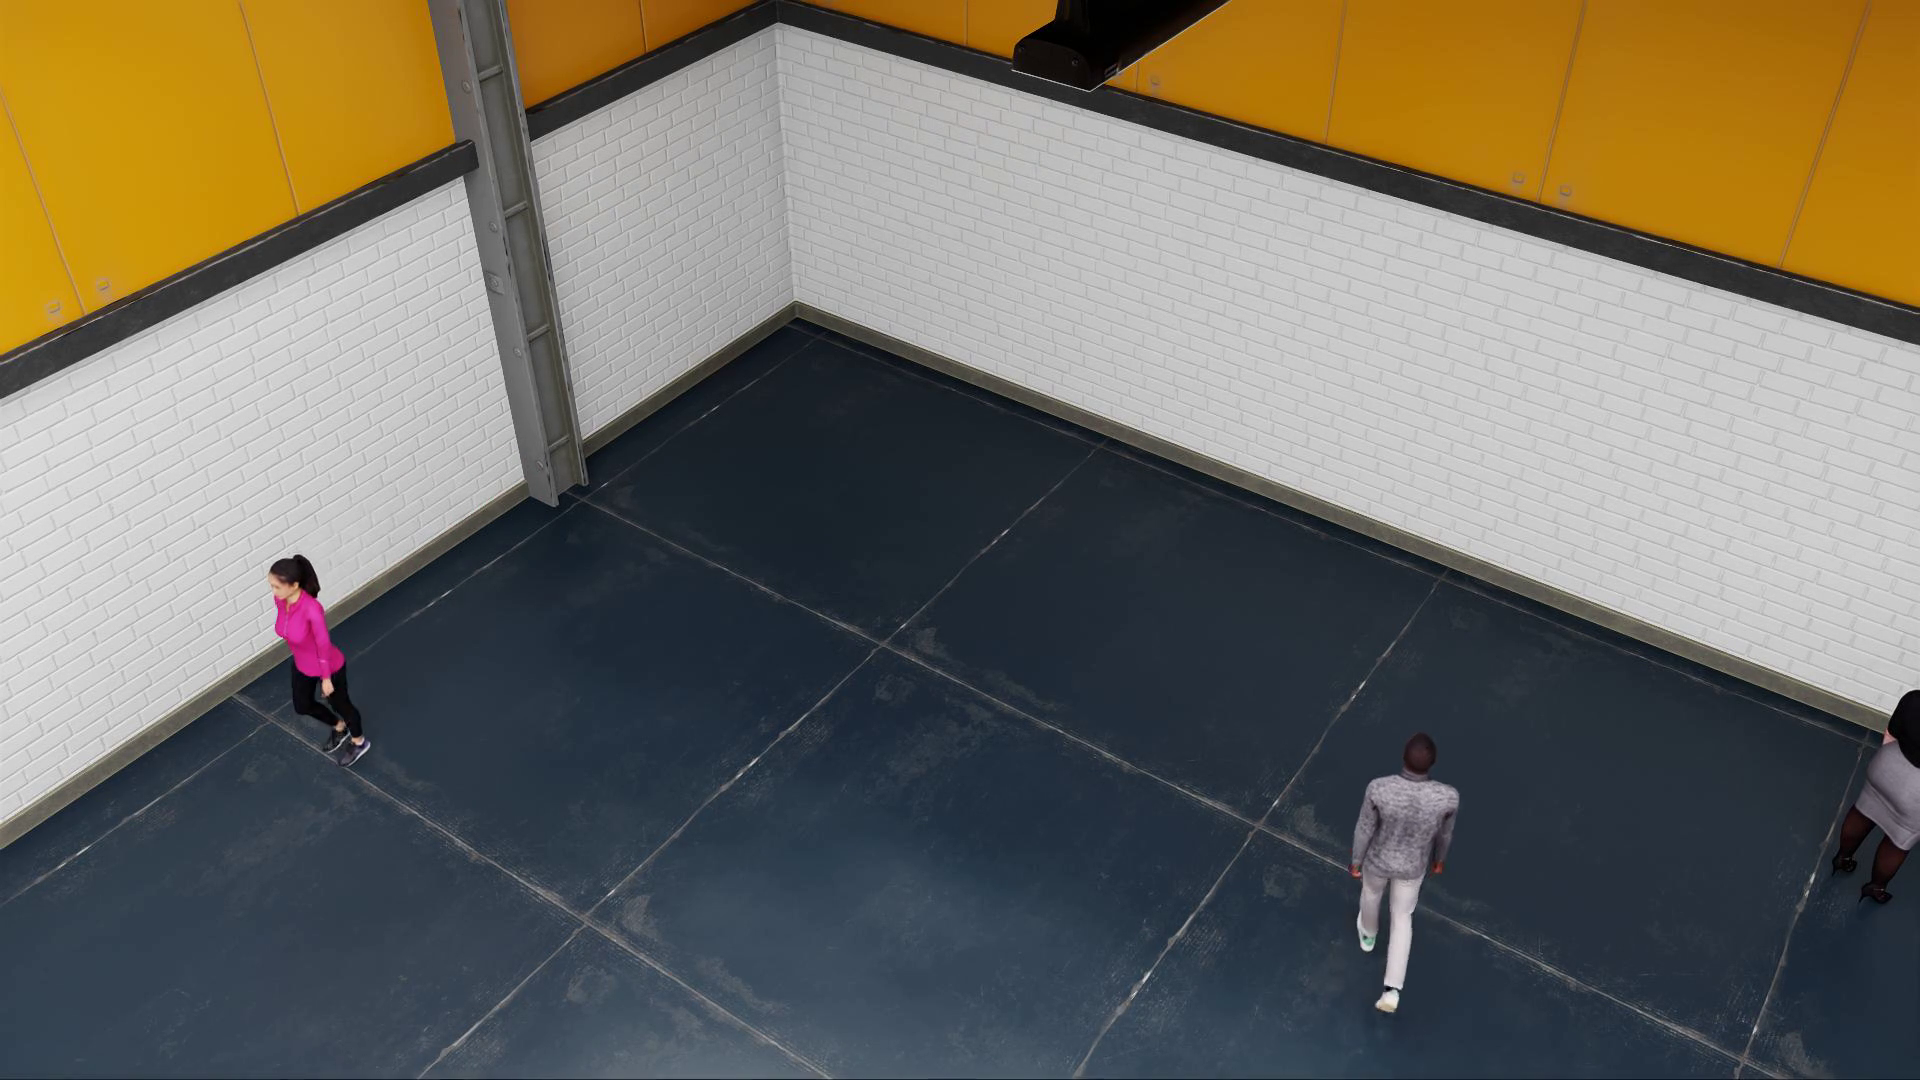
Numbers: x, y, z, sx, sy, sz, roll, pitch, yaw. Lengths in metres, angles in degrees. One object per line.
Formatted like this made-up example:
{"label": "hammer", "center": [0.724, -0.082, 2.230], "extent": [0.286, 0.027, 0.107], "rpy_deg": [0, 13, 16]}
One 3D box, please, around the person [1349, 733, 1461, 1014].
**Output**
{"label": "person", "center": [2.399, 1.831, 9.135], "extent": [1.013, 1.811, 1.207], "rpy_deg": [5, 39, 6]}

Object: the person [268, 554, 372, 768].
{"label": "person", "center": [-4.013, 0.744, 10.596], "extent": [0.607, 1.687, 0.609], "rpy_deg": [19, 42, 22]}

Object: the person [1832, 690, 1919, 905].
{"label": "person", "center": [5.514, 1.423, 9.687], "extent": [0.815, 1.760, 0.776], "rpy_deg": [-11, 40, -14]}
